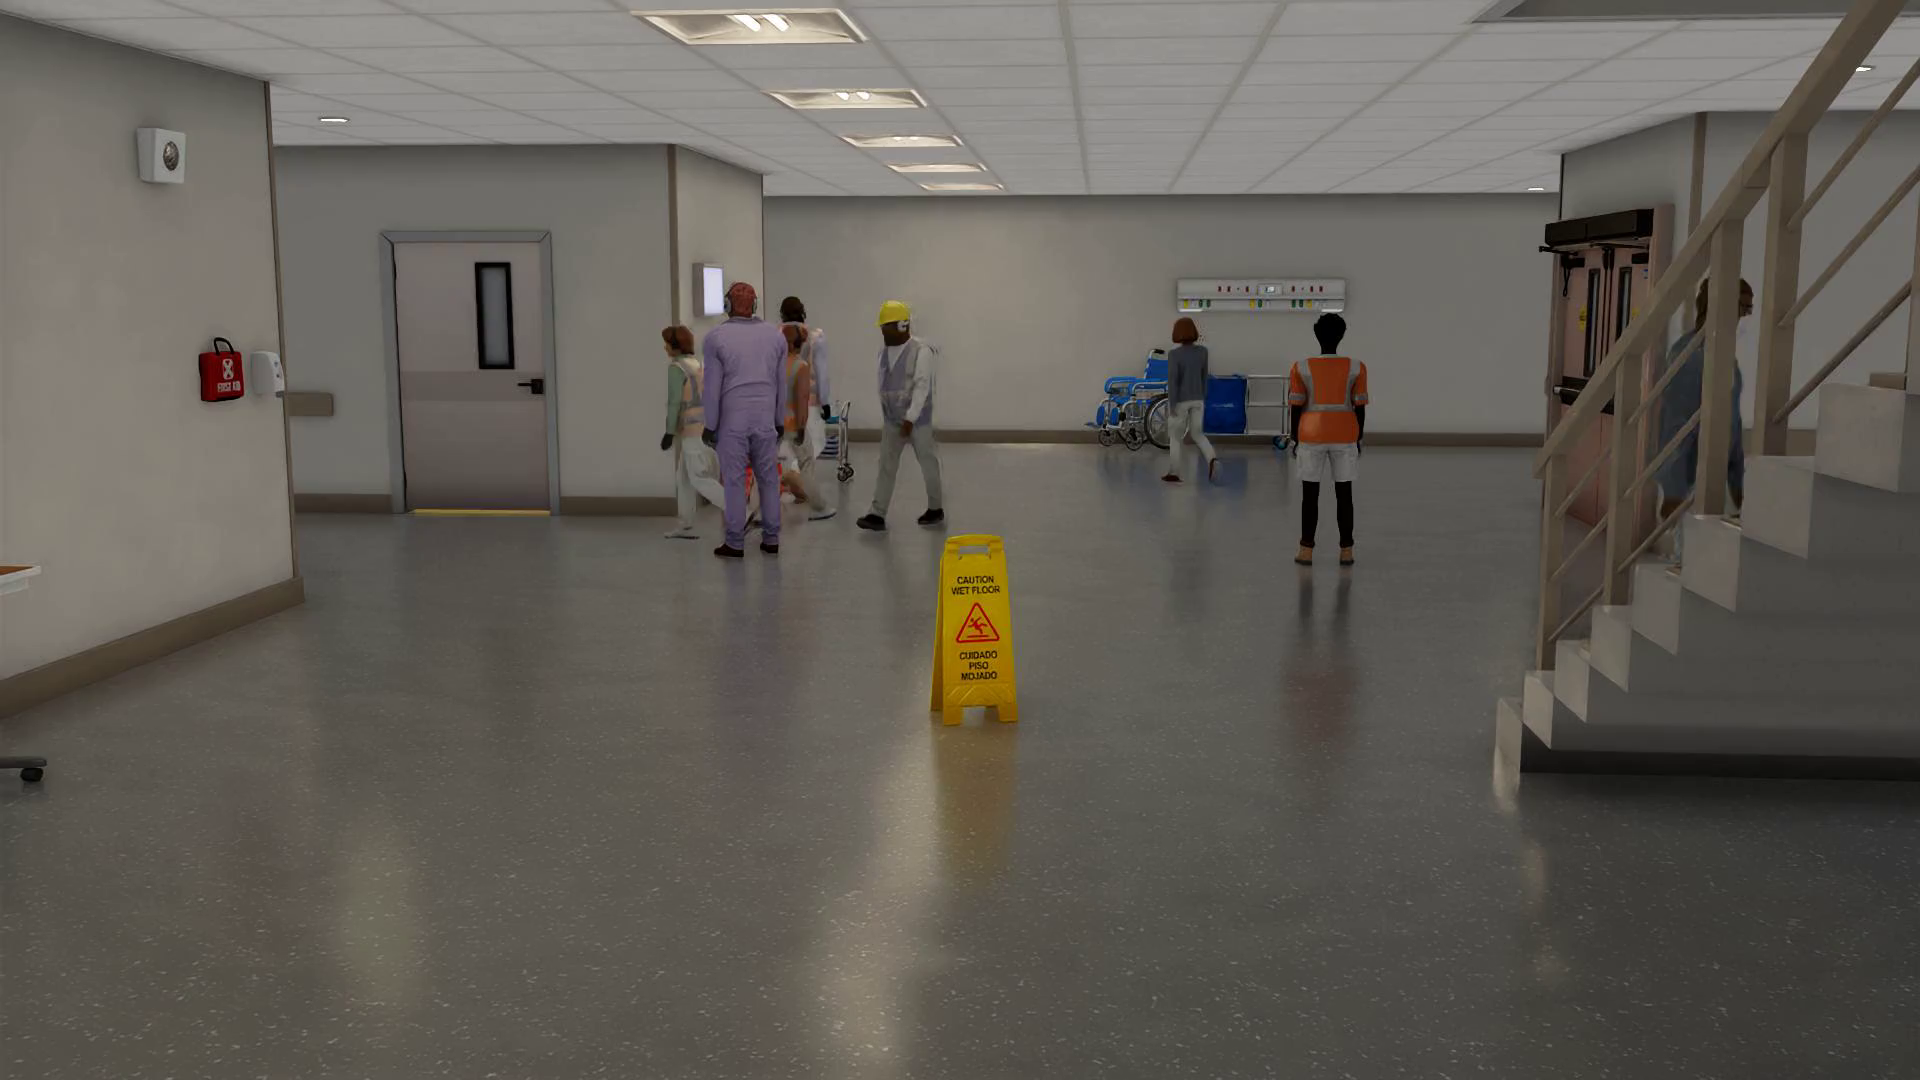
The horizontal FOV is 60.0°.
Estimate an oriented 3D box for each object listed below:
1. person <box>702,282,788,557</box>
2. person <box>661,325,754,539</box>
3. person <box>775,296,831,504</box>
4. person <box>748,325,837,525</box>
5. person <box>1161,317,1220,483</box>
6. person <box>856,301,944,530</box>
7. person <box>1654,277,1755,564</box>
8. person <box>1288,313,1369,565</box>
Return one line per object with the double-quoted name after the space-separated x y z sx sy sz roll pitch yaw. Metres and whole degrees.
-1.514 -0.835 11.595 0.642 1.909 0.399 -5 10 -33 "person"
-1.869 -0.784 12.263 0.689 1.602 0.524 1 8 7 "person"
-1.423 -1.191 14.347 0.648 1.809 0.554 4 9 25 "person"
-1.376 -0.912 13.201 0.507 1.585 0.895 6 10 36 "person"
2.213 -1.330 15.945 0.504 1.611 0.660 -4 9 -26 "person"
-0.440 -0.966 12.959 0.575 1.772 0.950 7 11 38 "person"
3.390 -0.241 7.510 0.509 1.917 0.641 5 10 33 "person"
2.463 -0.667 11.164 0.532 1.696 0.319 1 8 5 "person"
